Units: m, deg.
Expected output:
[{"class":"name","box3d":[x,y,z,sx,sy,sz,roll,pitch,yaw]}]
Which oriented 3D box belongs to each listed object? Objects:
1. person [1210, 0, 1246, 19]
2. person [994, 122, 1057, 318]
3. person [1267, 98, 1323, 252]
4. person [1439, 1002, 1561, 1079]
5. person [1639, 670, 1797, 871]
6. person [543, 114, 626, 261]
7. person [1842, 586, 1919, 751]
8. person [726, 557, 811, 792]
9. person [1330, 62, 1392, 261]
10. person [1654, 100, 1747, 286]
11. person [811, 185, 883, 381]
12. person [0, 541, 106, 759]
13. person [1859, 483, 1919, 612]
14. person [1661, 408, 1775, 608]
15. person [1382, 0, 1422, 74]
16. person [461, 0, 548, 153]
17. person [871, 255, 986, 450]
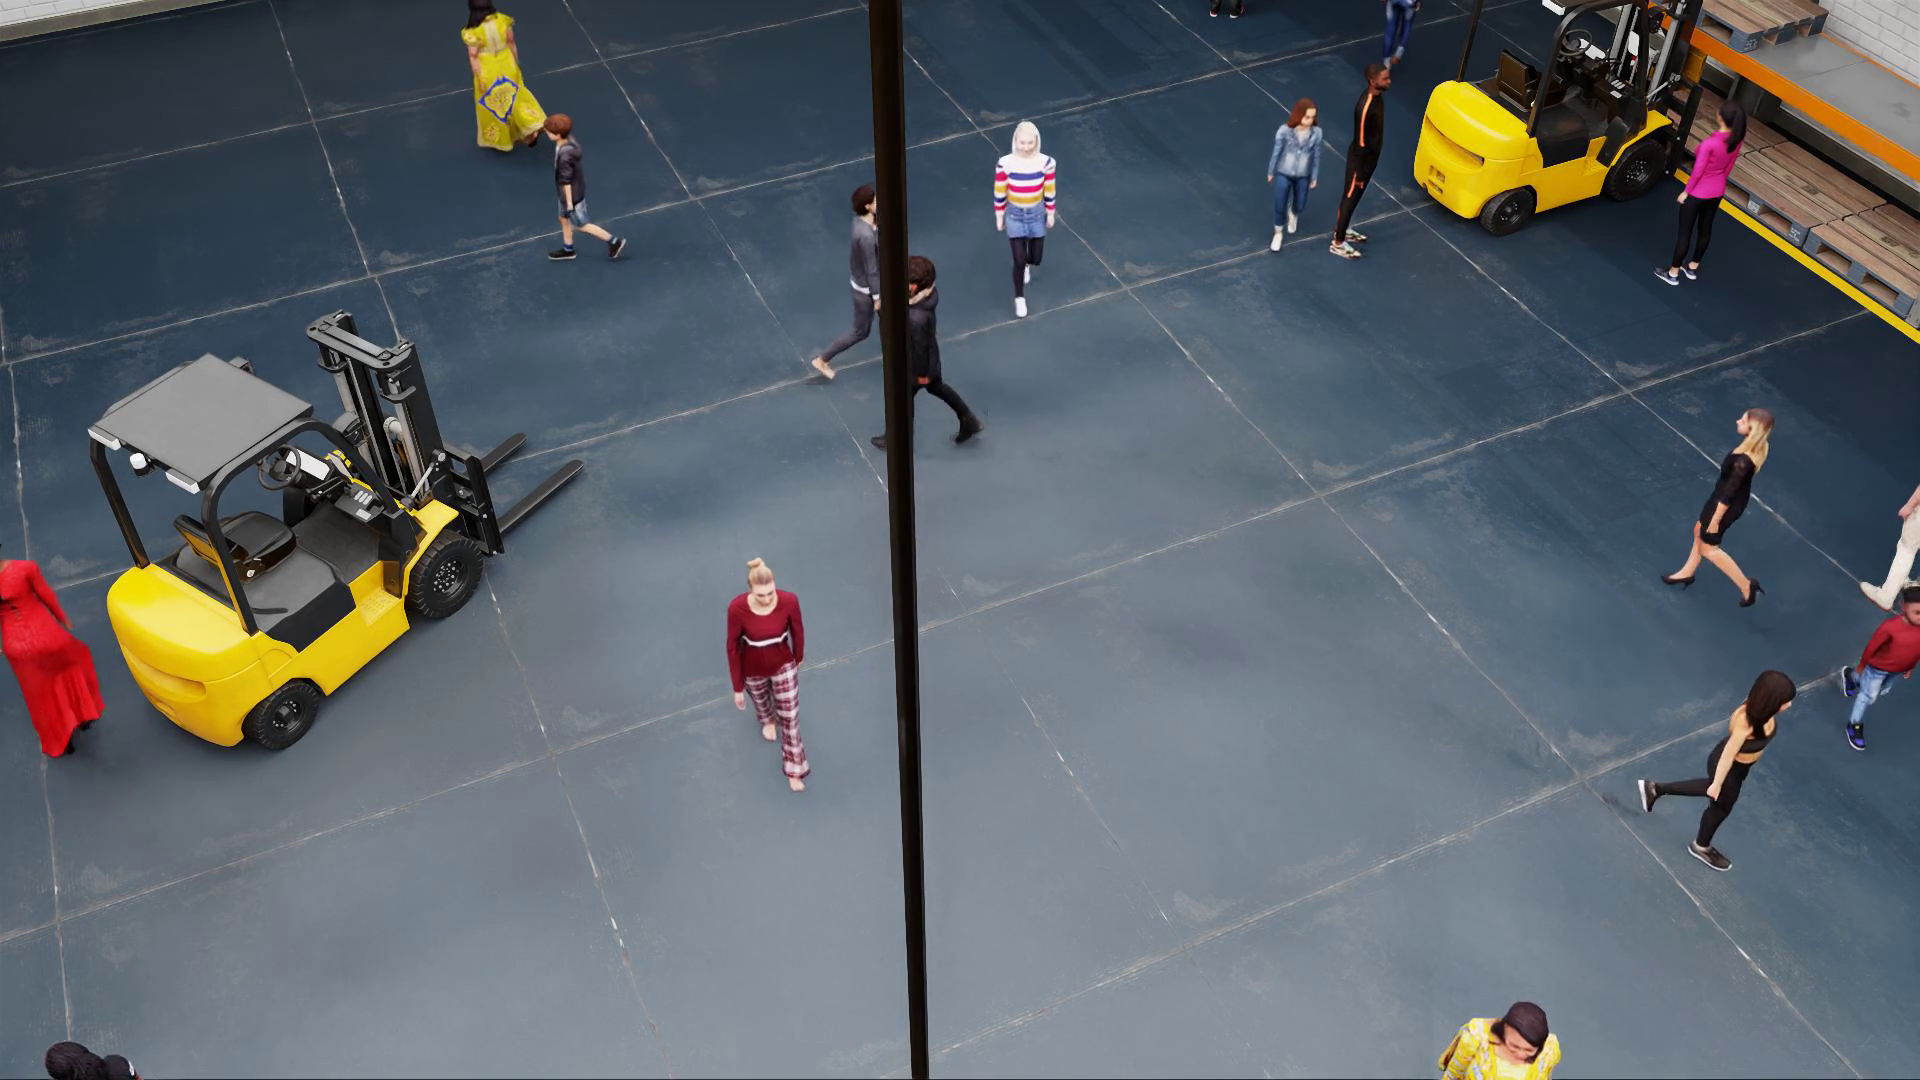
[{"class":"person","box3d":[2.927,-6.495,17.822,0.719,1.803,0.762,11,45,12]},{"class":"person","box3d":[0.541,-2.731,13.871,0.841,1.791,0.963,2,44,2]},{"class":"person","box3d":[2.941,-3.269,14.672,0.741,1.466,0.800,3,44,4]},{"class":"person","box3d":[2.636,2.704,8.286,1.027,1.627,1.145,8,44,8]},{"class":"person","box3d":[4.462,1.278,9.779,0.986,1.632,0.804,29,51,27]},{"class":"person","box3d":[-3.314,-3.033,14.455,0.766,1.425,0.924,-6,44,-6]},{"class":"person","box3d":[5.905,0.735,10.634,0.632,1.240,0.827,-5,44,-5]},{"class":"person","box3d":[-1.218,0.729,10.328,0.793,1.669,1.075,-8,44,-8]},{"class":"person","box3d":[3.494,-3.325,14.482,0.743,1.808,0.692,16,46,16]},{"class":"person","box3d":[6.361,-2.960,14.186,0.590,1.700,0.570,-15,46,-15]},{"class":"person","box3d":[-0.817,-1.993,13.135,0.911,1.738,1.107,-3,44,-3]},{"class":"person","box3d":[-5.737,0.675,10.322,0.647,1.766,0.733,-19,47,-19]},{"class":"person","box3d":[6.641,-0.270,11.248,0.699,1.847,0.616,-8,44,-8]},{"class":"person","box3d":[5.271,-0.181,11.290,0.982,1.660,0.825,27,50,25]},{"class":"person","box3d":[4.468,-5.448,16.862,0.841,1.600,0.899,15,46,15]},{"class":"person","box3d":[-4.331,-4.384,15.720,0.901,1.644,1.050,-34,53,-31]},{"class":"person","box3d":[-0.211,-1.366,12.466,1.059,1.754,1.146,4,44,4]}]
